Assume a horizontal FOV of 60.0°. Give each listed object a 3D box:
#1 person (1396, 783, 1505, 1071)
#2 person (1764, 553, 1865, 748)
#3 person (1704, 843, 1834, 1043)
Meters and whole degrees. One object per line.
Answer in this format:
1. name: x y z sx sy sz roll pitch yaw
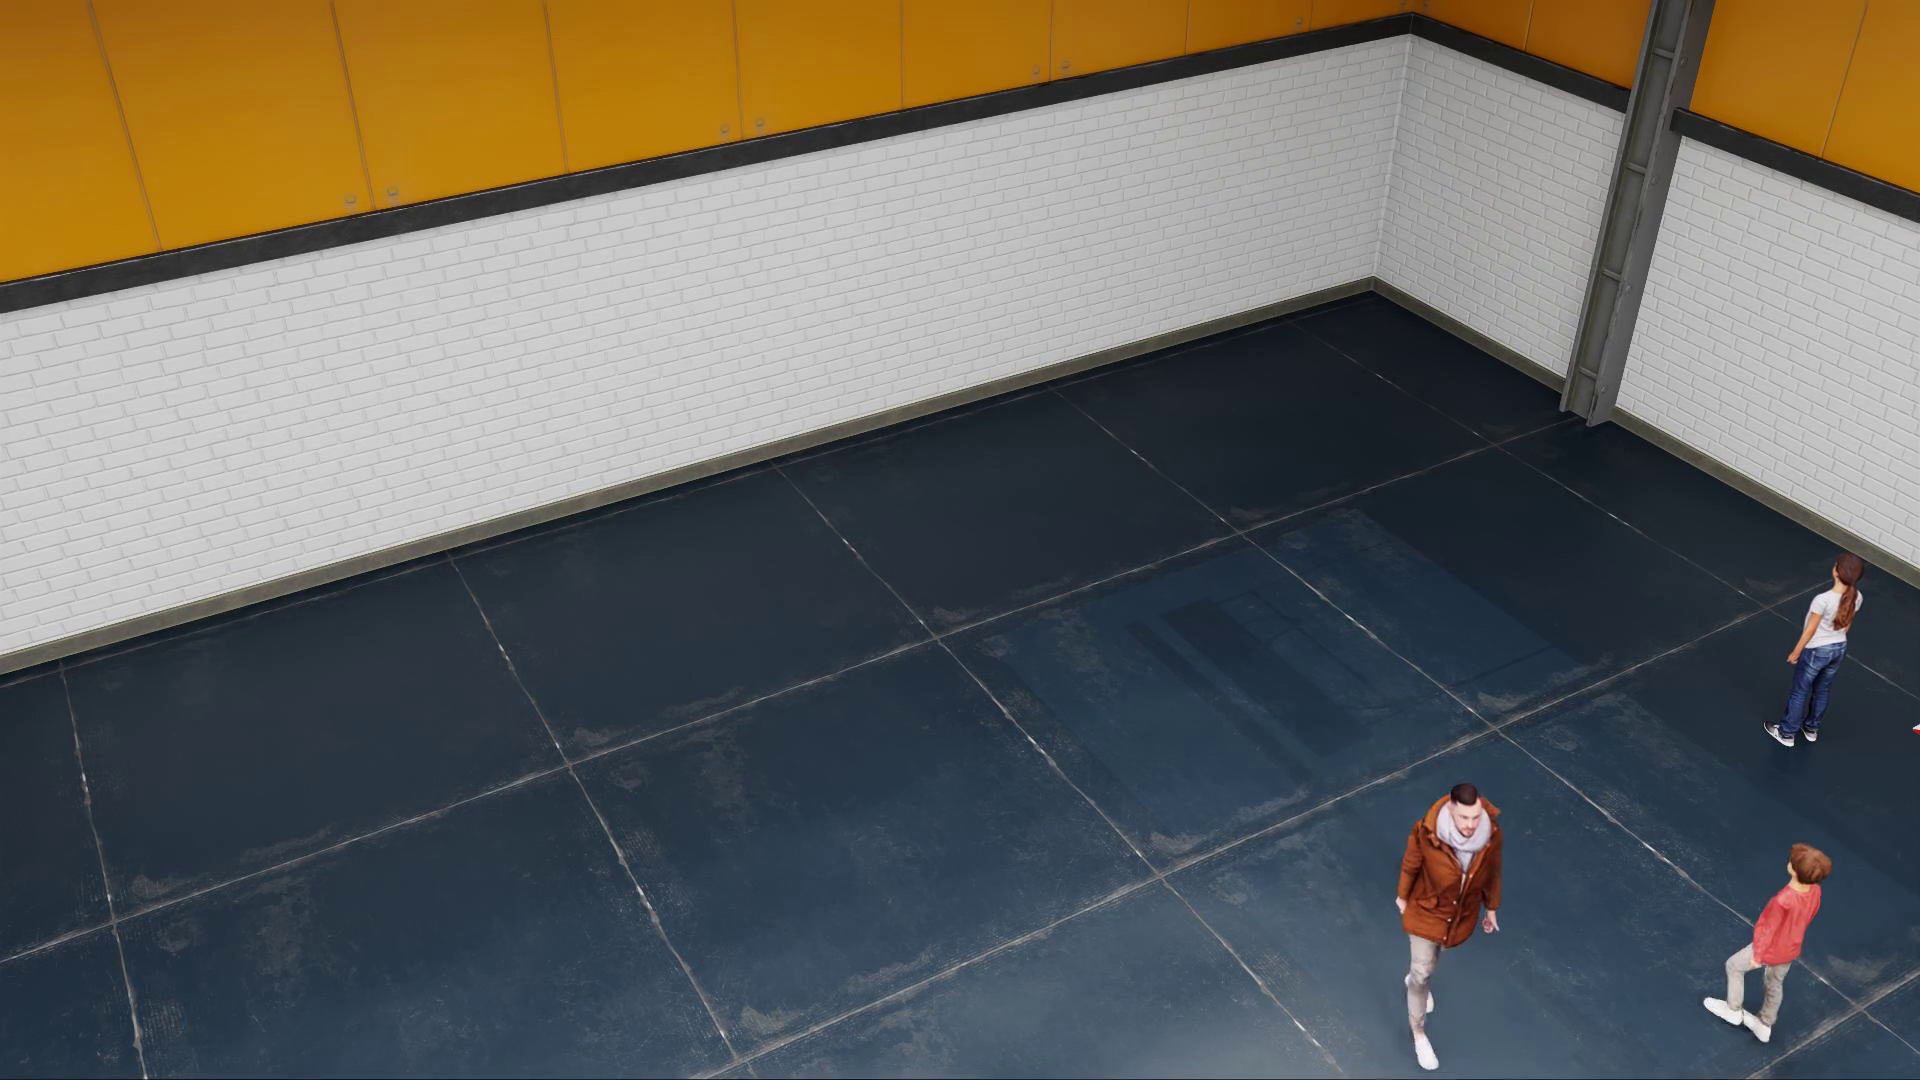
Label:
1. person: 2.733 2.041 9.524 0.903 1.807 1.097 -6 34 -9
2. person: 6.047 0.759 11.673 0.593 1.562 0.594 -7 34 -10
3. person: 4.683 2.339 9.440 0.565 1.404 0.625 -13 36 -19
